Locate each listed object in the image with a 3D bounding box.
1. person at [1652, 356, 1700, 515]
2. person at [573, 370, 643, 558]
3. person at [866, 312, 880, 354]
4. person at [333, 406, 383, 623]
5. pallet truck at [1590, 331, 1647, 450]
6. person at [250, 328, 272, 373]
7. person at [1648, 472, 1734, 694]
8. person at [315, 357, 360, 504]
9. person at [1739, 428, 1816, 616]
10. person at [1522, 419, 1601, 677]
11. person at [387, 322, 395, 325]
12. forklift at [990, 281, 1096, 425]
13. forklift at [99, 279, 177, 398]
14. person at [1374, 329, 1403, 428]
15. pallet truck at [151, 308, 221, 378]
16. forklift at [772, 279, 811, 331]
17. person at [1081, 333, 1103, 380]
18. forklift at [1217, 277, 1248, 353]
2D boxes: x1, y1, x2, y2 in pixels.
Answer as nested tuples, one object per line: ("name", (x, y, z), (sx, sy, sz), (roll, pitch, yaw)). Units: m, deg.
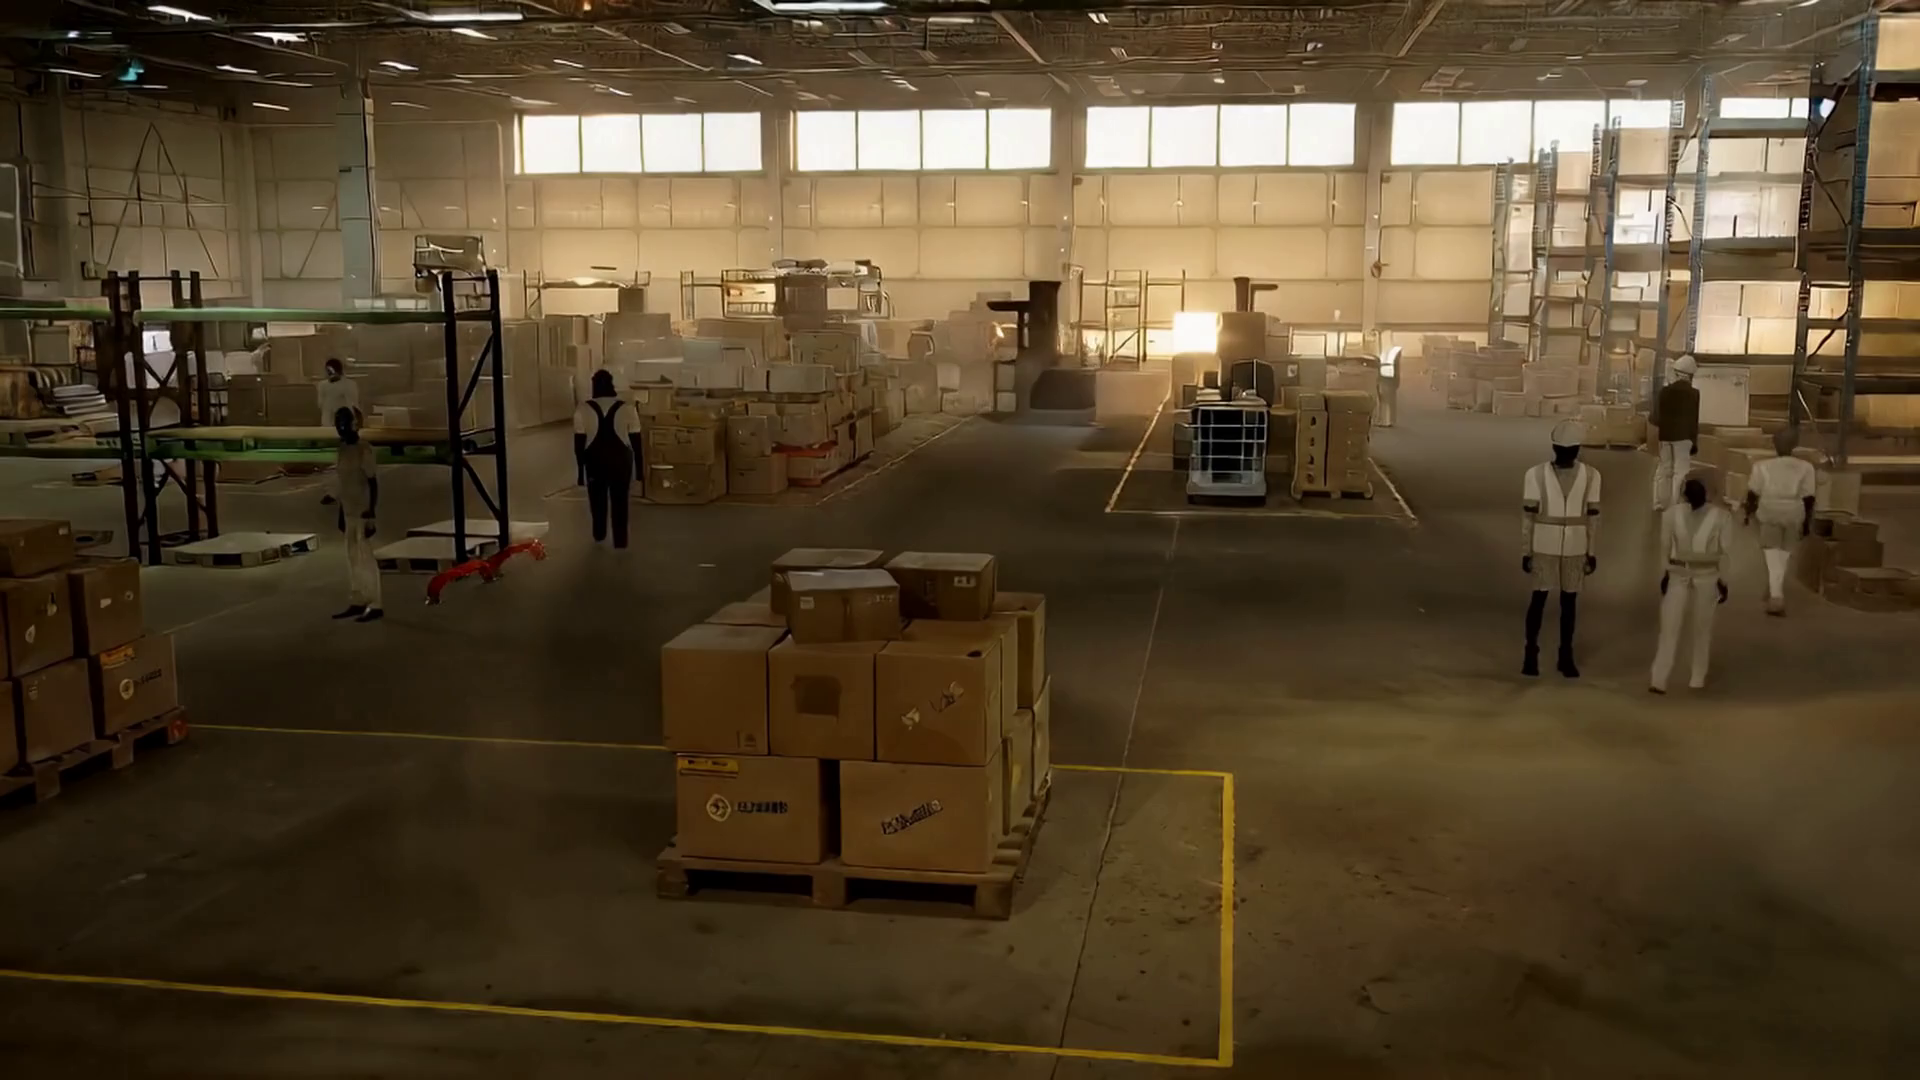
("person", (8.850, -1.261, 20.465), (0.409, 1.985, 0.610), (-3, 10, -21))
("person", (-3.754, -0.858, 17.786), (0.711, 2.000, 1.060), (-2, 9, -13))
("person", (-2.462, -5.300, 45.649), (0.982, 1.902, 0.555), (-2, 9, -11))
("person", (-5.227, -0.221, 14.382), (0.521, 1.874, 0.328), (8, 12, 40))
("pallet truck", (11.253, -2.573, 28.499), (0.823, 1.965, 1.885), (5, 10, 27))
("person", (-13.401, -3.101, 31.972), (0.386, 1.926, 0.591), (0, 9, -1))
("person", (5.215, 0.325, 11.853), (0.528, 1.598, 0.842), (6, 11, 35))
("person", (-8.151, -1.462, 21.941), (0.638, 1.911, 0.925), (2, 9, 12))
("person", (7.277, -0.171, 14.772), (0.543, 1.646, 0.896), (2, 9, 10))
("person", (4.476, 0.066, 12.404), (0.542, 1.939, 0.366), (1, 9, 9))
("person", (-12.877, -4.012, 37.756), (0.637, 1.891, 1.042), (0, 9, 2))
("forklift", (1.679, -3.731, 32.925), (1.873, 2.768, 1.129), (4, 10, 24))
("forklift", (-19.605, -4.721, 39.028), (1.873, 2.768, 1.129), (1, 9, 9))
("person", (8.296, -3.118, 32.137), (0.397, 1.911, 0.587), (-5, 11, -29))
("pallet truck", (-21.869, -5.598, 47.154), (0.823, 1.965, 1.885), (4, 10, 26))
("forklift", (-4.257, -5.229, 42.164), (1.129, 2.768, 1.873), (4, 10, 24))
("person", (3.064, -4.039, 38.763), (0.511, 1.600, 0.852), (-1, 9, -4))
("forklift", (8.137, -6.226, 48.312), (1.873, 2.768, 1.129), (1, 9, 9))
